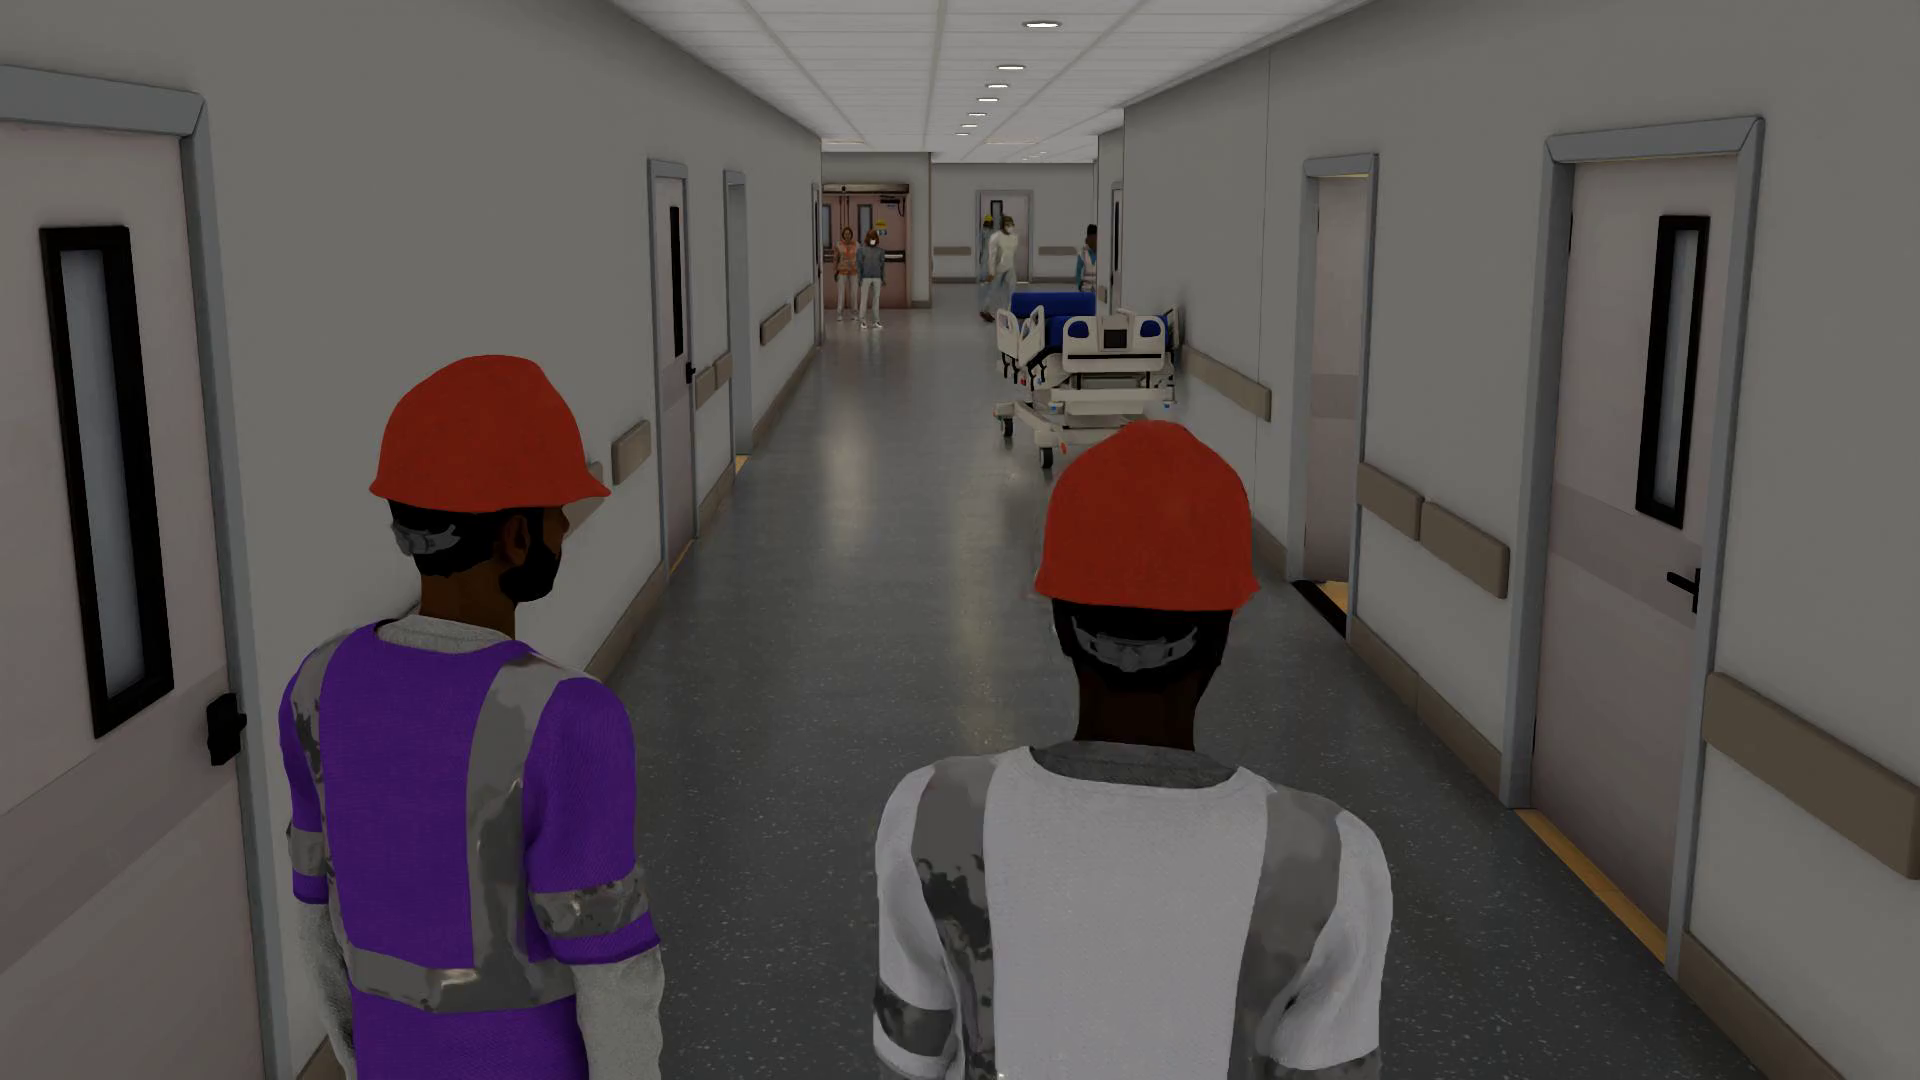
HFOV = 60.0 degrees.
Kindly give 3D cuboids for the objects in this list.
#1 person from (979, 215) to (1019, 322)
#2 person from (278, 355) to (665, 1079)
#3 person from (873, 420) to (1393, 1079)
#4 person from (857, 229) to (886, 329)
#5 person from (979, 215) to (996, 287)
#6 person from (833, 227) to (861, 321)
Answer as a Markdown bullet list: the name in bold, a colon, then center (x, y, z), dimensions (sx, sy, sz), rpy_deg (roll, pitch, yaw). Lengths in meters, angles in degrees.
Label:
- **person**: center (0.665, -4.611, 28.429), dimensions (0.641, 1.875, 1.030), rpy_deg (-7, 14, -31)
- **person**: center (-0.600, 0.725, 2.216), dimensions (0.551, 1.935, 0.371), rpy_deg (6, 13, 28)
- **person**: center (0.157, 0.837, 1.765), dimensions (0.546, 1.910, 0.840), rpy_deg (2, 12, 9)
- **person**: center (-1.467, -4.316, 27.523), dimensions (0.498, 1.633, 0.279), rpy_deg (-5, 13, -24)
- **person**: center (0.693, -7.067, 40.661), dimensions (0.503, 1.738, 0.329), rpy_deg (-7, 14, -32)
- **person**: center (-1.974, -4.686, 29.313), dimensions (0.525, 1.639, 0.307), rpy_deg (-3, 12, -12)
